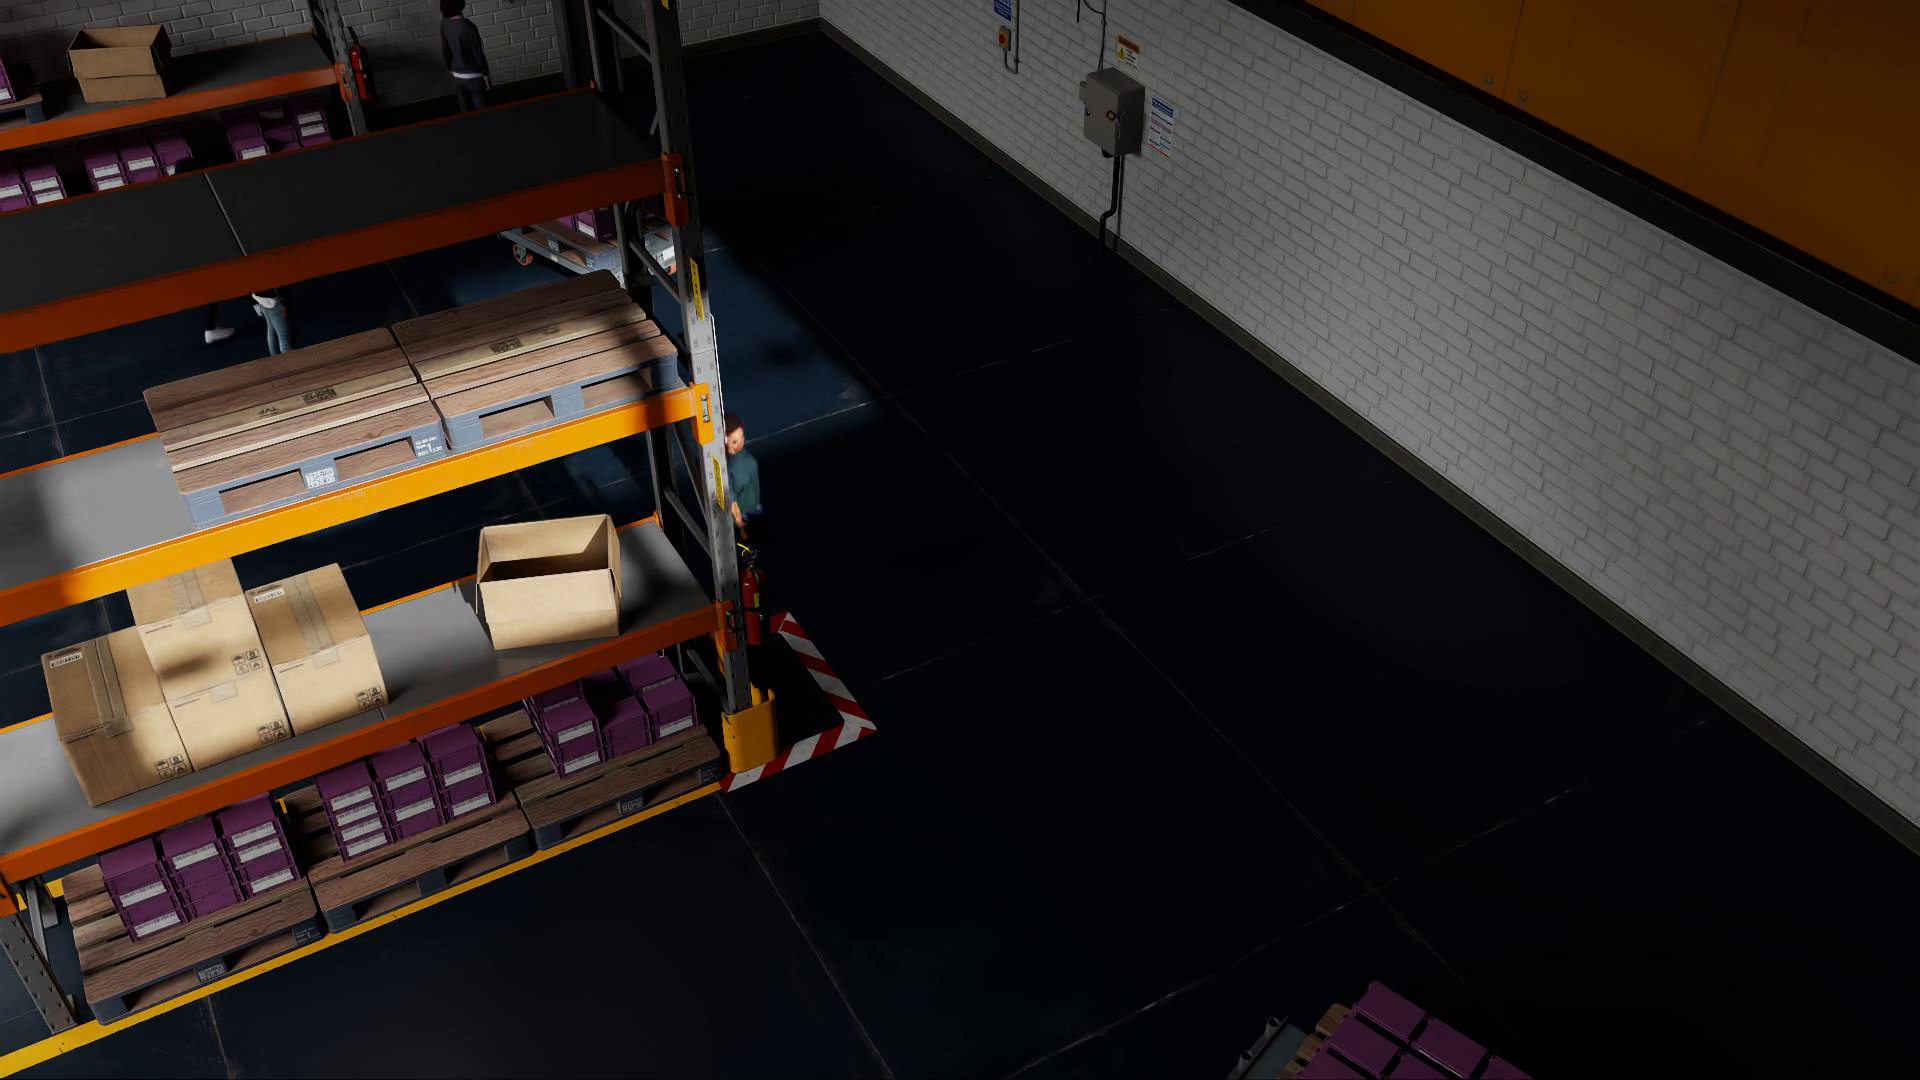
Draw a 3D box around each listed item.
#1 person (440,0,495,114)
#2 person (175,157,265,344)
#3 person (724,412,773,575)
[{"bbox_3d":[-4.885,-4.606,16.532,0.687,1.769,0.716,14,41,17],"label":"person"},{"bbox_3d":[-6.315,-2.370,13.862,0.793,1.608,1.060,31,48,33],"label":"person"},{"bbox_3d":[-1.563,-0.198,11.151,0.790,1.596,0.725,8,39,10],"label":"person"}]
